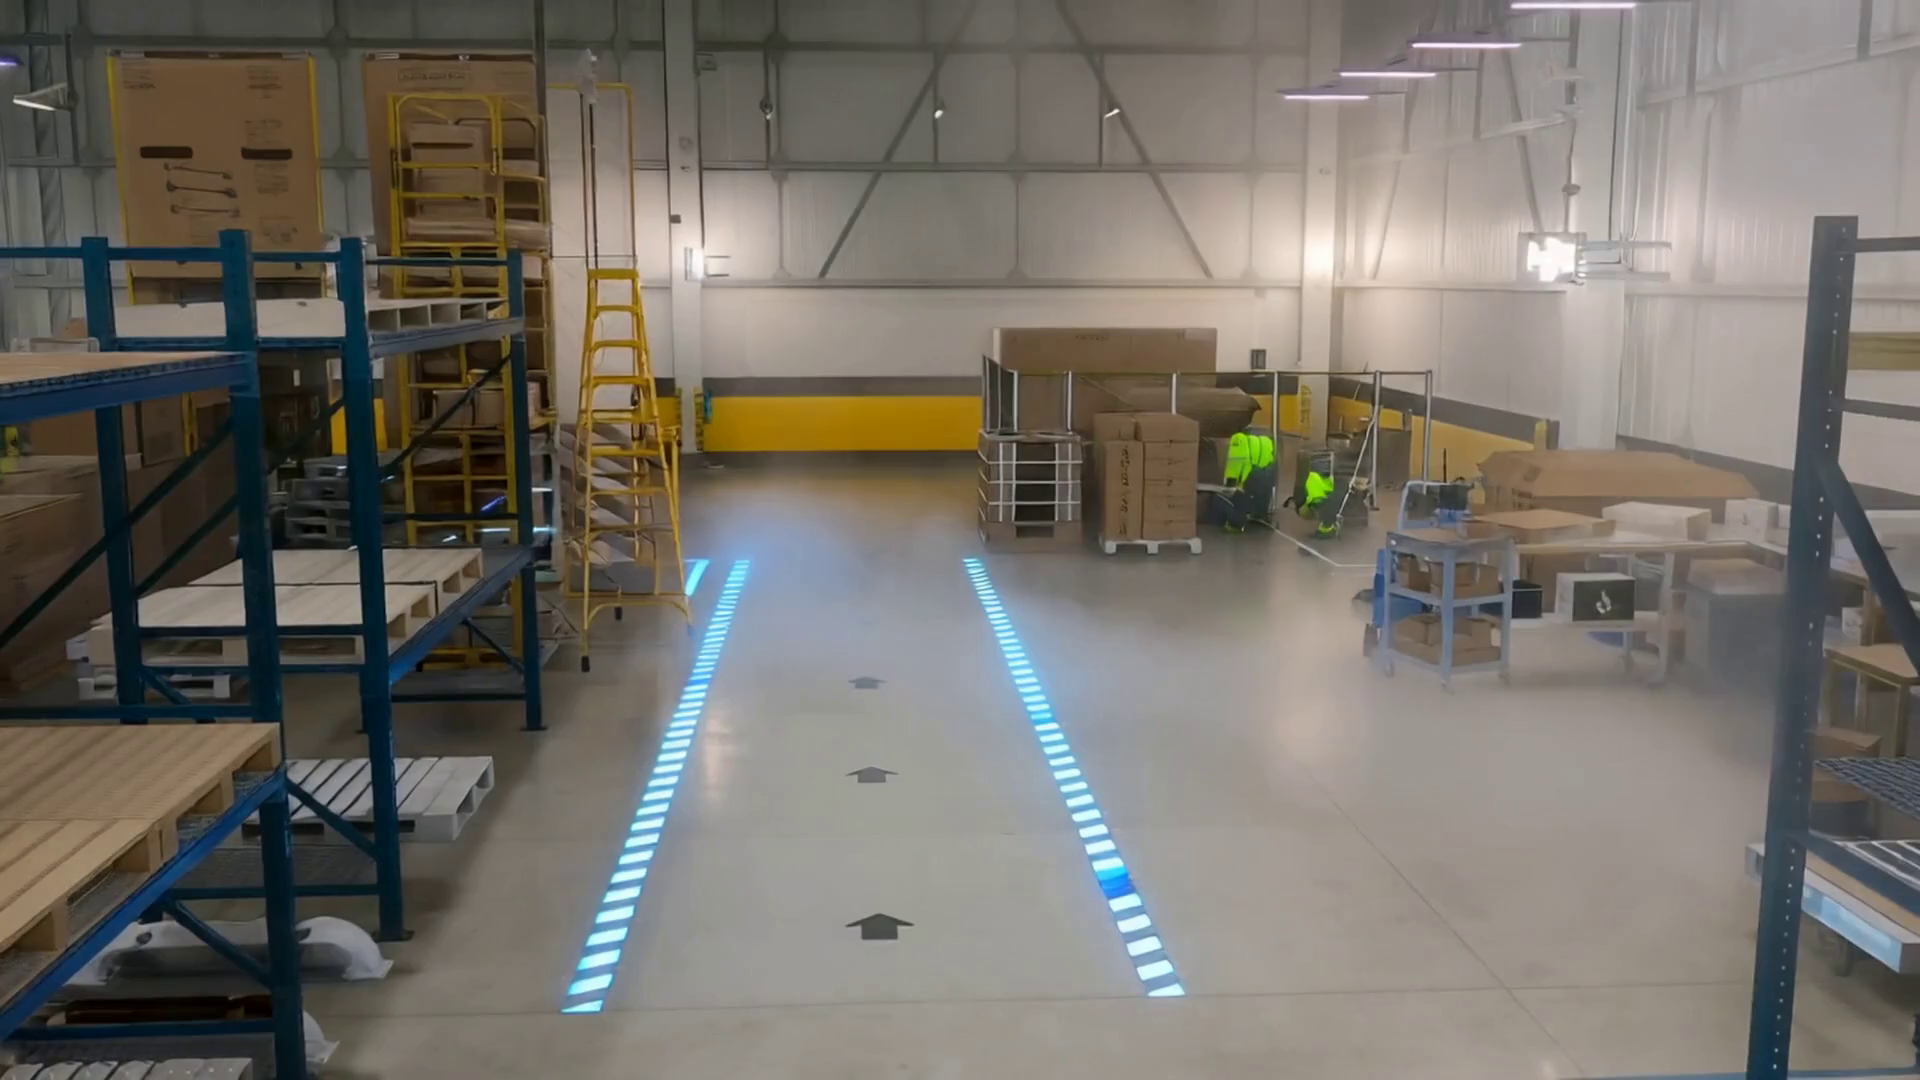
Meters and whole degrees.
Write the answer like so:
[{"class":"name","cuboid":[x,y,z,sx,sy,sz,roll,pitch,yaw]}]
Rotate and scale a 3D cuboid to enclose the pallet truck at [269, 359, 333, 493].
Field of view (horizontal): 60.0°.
[{"class":"pallet truck","cuboid":[-7.062,-1.131,18.996,1.885,1.965,0.823,2,9,13]}]
